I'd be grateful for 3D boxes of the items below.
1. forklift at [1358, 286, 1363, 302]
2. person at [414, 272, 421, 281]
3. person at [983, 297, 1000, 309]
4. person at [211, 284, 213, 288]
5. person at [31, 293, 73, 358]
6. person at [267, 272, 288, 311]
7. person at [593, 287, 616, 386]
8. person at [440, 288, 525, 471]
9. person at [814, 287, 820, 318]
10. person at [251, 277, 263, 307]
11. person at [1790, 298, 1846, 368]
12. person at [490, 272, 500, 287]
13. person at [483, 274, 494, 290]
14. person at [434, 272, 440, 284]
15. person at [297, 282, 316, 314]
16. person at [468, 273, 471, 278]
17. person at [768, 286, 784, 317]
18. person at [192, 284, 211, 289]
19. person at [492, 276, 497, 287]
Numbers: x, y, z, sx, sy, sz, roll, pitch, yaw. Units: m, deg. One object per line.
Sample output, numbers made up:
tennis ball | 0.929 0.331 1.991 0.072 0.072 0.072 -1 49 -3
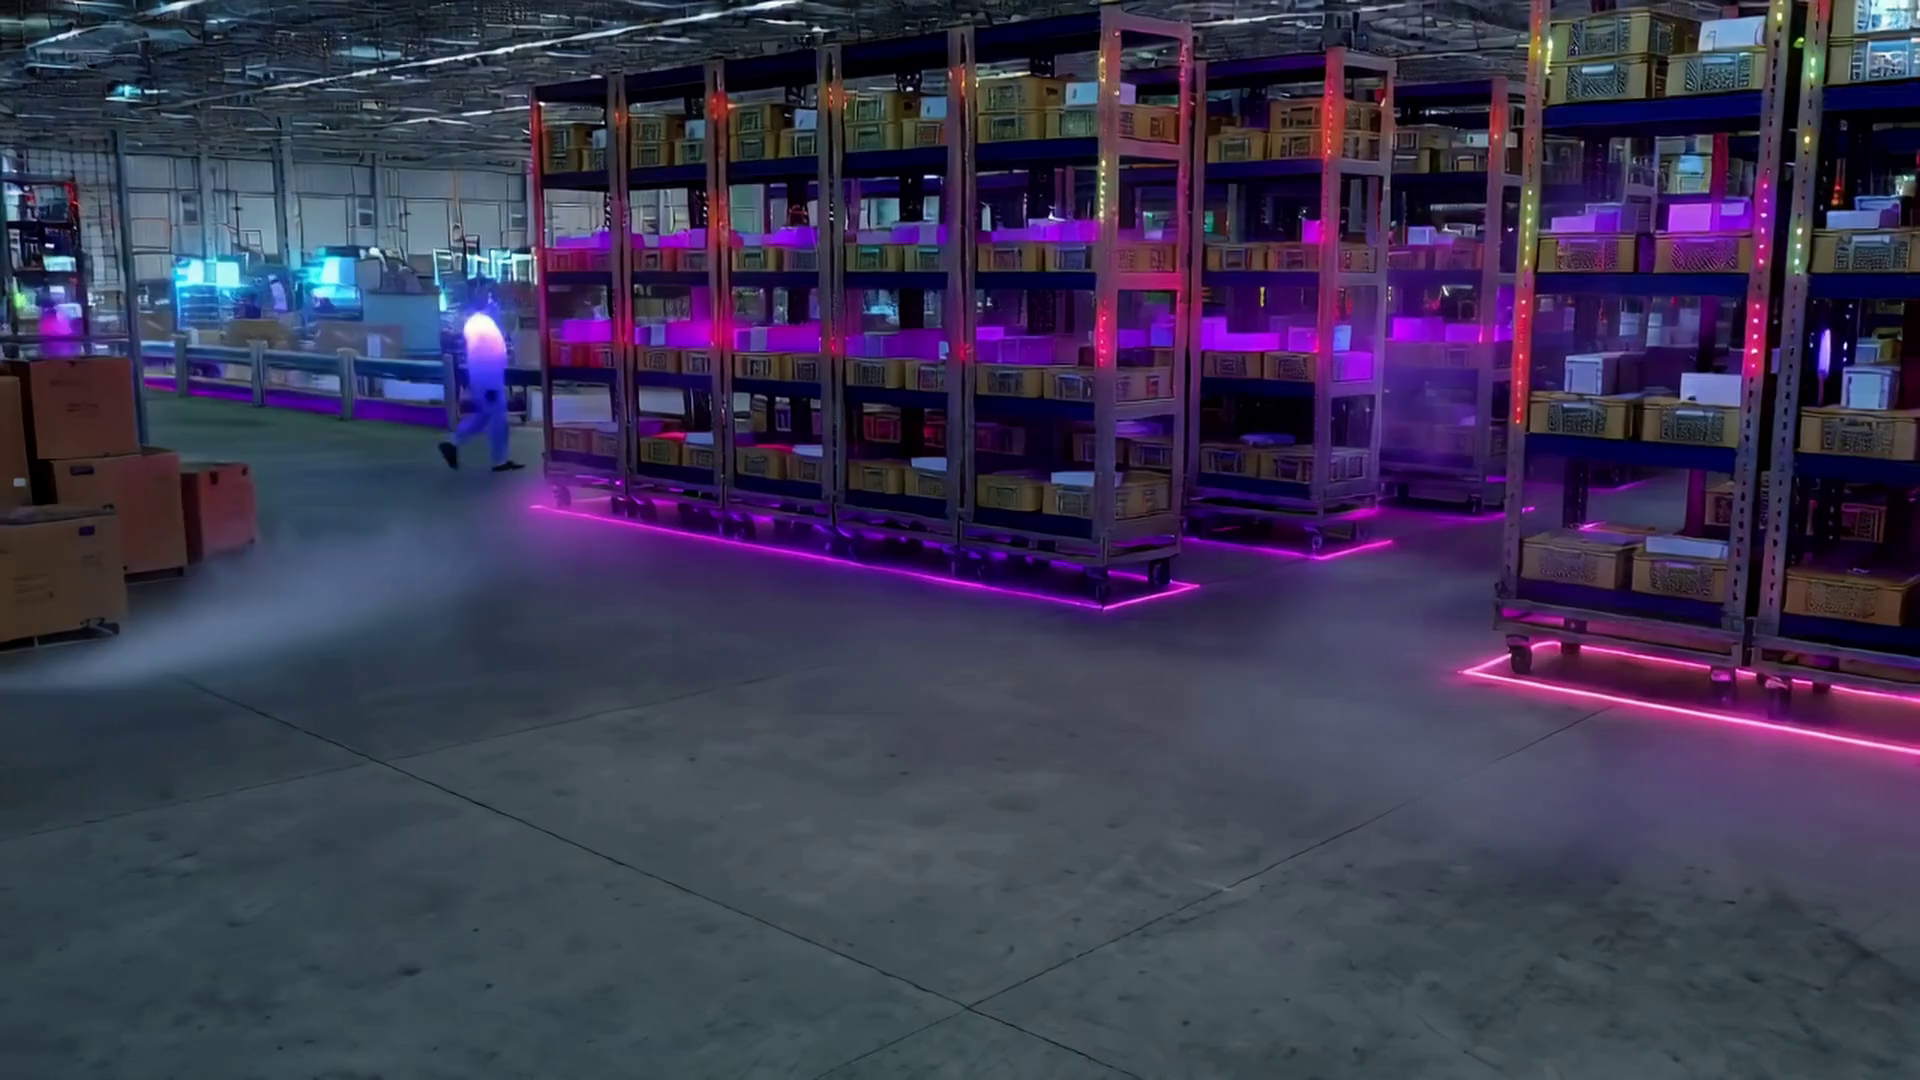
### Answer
forklift | 11.100 -7.017 46.970 1.873 2.768 1.129 9 13 43
person | -25.857 -11.767 79.010 0.631 1.921 0.643 3 10 16
person | 0.990 -7.118 50.566 0.643 1.908 0.411 4 10 21
person | -37.193 -12.201 82.359 0.540 1.698 0.317 6 11 33
person | -10.262 -1.913 18.987 0.830 1.807 0.601 -2 9 -9
person | -19.094 -6.582 47.045 0.896 1.997 0.623 -2 10 -15
person | -6.217 -3.596 29.444 0.531 1.756 0.346 -5 10 -26
person | -4.884 -1.617 16.936 0.734 1.884 0.643 -7 11 -35
person | -3.882 -6.300 46.233 0.538 1.684 0.363 -8 12 -41
person | -27.433 -9.394 64.951 0.534 1.767 0.317 4 10 21
person | 7.600 -1.230 14.752 0.892 1.803 0.591 -6 11 -34
person | -23.146 -12.360 82.670 0.597 1.917 0.375 0 9 1
person | -21.309 -11.092 75.159 0.532 1.842 0.797 1 9 4
person | -28.706 -13.745 91.301 1.030 1.884 0.549 2 9 12
person | -24.084 -8.924 61.229 0.702 2.000 0.542 -7 12 -38
person | -22.697 -11.398 76.784 0.608 1.912 0.741 0 9 -1
person | -5.451 -6.834 49.117 0.708 1.814 0.605 9 13 44
person | -25.953 -8.156 56.835 0.722 1.962 0.424 -4 10 -22
person | -21.983 -11.613 78.624 0.297 1.745 0.484 -8 12 -39
